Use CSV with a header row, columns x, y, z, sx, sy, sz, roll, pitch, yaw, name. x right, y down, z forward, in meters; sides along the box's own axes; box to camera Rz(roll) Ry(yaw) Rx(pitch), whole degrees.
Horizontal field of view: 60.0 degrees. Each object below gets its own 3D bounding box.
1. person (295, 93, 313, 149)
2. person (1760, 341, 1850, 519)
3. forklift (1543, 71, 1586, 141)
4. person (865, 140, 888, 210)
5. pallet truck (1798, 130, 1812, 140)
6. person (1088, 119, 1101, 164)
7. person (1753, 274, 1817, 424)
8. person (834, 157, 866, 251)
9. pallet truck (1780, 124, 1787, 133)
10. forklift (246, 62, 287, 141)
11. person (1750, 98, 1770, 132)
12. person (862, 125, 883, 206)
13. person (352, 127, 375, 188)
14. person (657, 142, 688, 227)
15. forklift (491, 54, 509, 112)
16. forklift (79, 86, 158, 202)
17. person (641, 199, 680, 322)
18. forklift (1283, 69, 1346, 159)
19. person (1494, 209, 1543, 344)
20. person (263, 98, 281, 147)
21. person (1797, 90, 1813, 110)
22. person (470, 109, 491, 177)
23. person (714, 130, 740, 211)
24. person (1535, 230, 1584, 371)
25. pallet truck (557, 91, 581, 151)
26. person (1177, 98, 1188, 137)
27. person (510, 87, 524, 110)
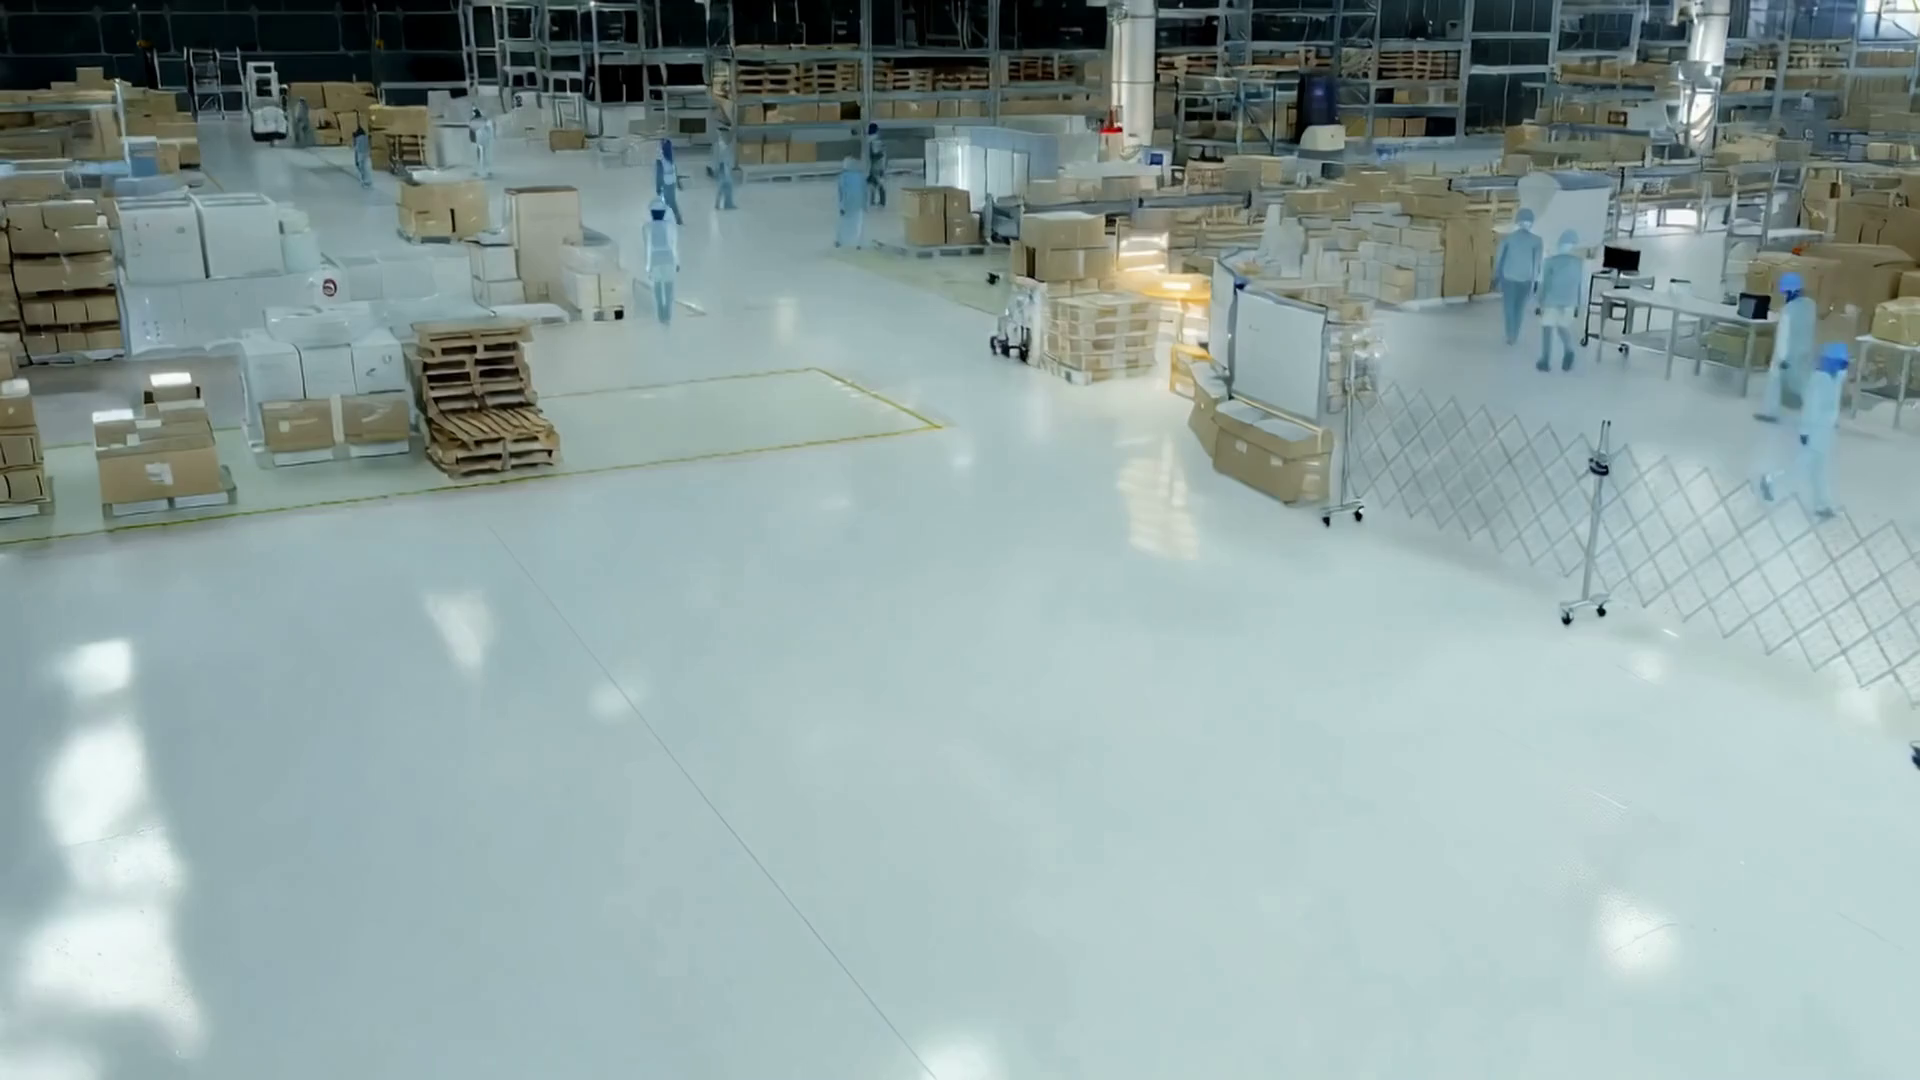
x,y,z,sx,sy,sz,roll,pitch,yaw,name
-22.830,-14.503,57.620,0.682,1.898,0.568,3,18,8,person
8.285,-1.114,16.180,0.496,1.719,0.788,-9,20,-25,person
18.685,-13.231,52.085,1.873,2.768,1.129,-9,20,-26,forklift
-2.035,-8.795,40.179,0.552,1.671,0.683,11,21,30,person
25.526,-11.556,49.408,1.630,1.274,0.653,-9,20,-26,pallet truck
3.895,-11.066,47.196,0.898,1.726,0.523,-4,18,-14,person
9.825,-2.196,19.454,0.622,1.794,0.713,-8,19,-23,person
-2.230,-6.815,33.728,0.653,1.855,0.964,-8,19,-24,person
25.206,-12.542,52.601,1.601,1.201,0.680,0,18,-2,pallet truck
-25.608,-16.177,61.268,1.129,2.768,1.873,-9,20,-26,forklift
26.791,-13.817,55.575,1.010,1.847,0.666,-5,18,-14,person
-2.189,-9.240,41.092,0.947,1.977,0.670,-13,22,-36,person
-16.231,-10.403,45.263,0.512,1.642,0.312,-7,19,-20,person
-6.551,-8.001,37.416,0.992,1.874,0.608,10,20,29,person
-19.651,-19.550,71.784,1.873,2.768,1.129,-9,20,-26,forklift
-21.513,-10.055,42.183,1.873,2.768,1.129,-9,20,-26,forklift
-4.659,-4.335,25.904,0.562,1.917,0.679,-2,18,-7,person
11.615,-13.871,54.079,1.129,2.768,1.873,-9,20,-27,forklift
8.179,-3.866,24.387,0.611,1.959,0.994,4,18,11,person
-24.195,-14.669,58.476,0.449,1.685,0.548,16,24,41,person
32.131,-16.234,63.327,0.923,1.718,0.527,-9,20,-26,person
-13.874,-11.483,48.156,0.631,1.936,0.362,5,18,15,person
-5.685,-8.929,40.208,0.462,1.940,0.680,2,18,6,person
8.065,-3.179,22.315,0.571,1.908,0.584,-2,18,-7,person
-13.495,-14.412,57.188,0.823,1.965,1.885,-3,18,-9,pallet truck
8.282,-15.761,61.980,0.504,1.631,0.279,-9,20,-27,person
-17.688,-17.238,66.481,0.534,1.697,0.322,-8,19,-24,person
